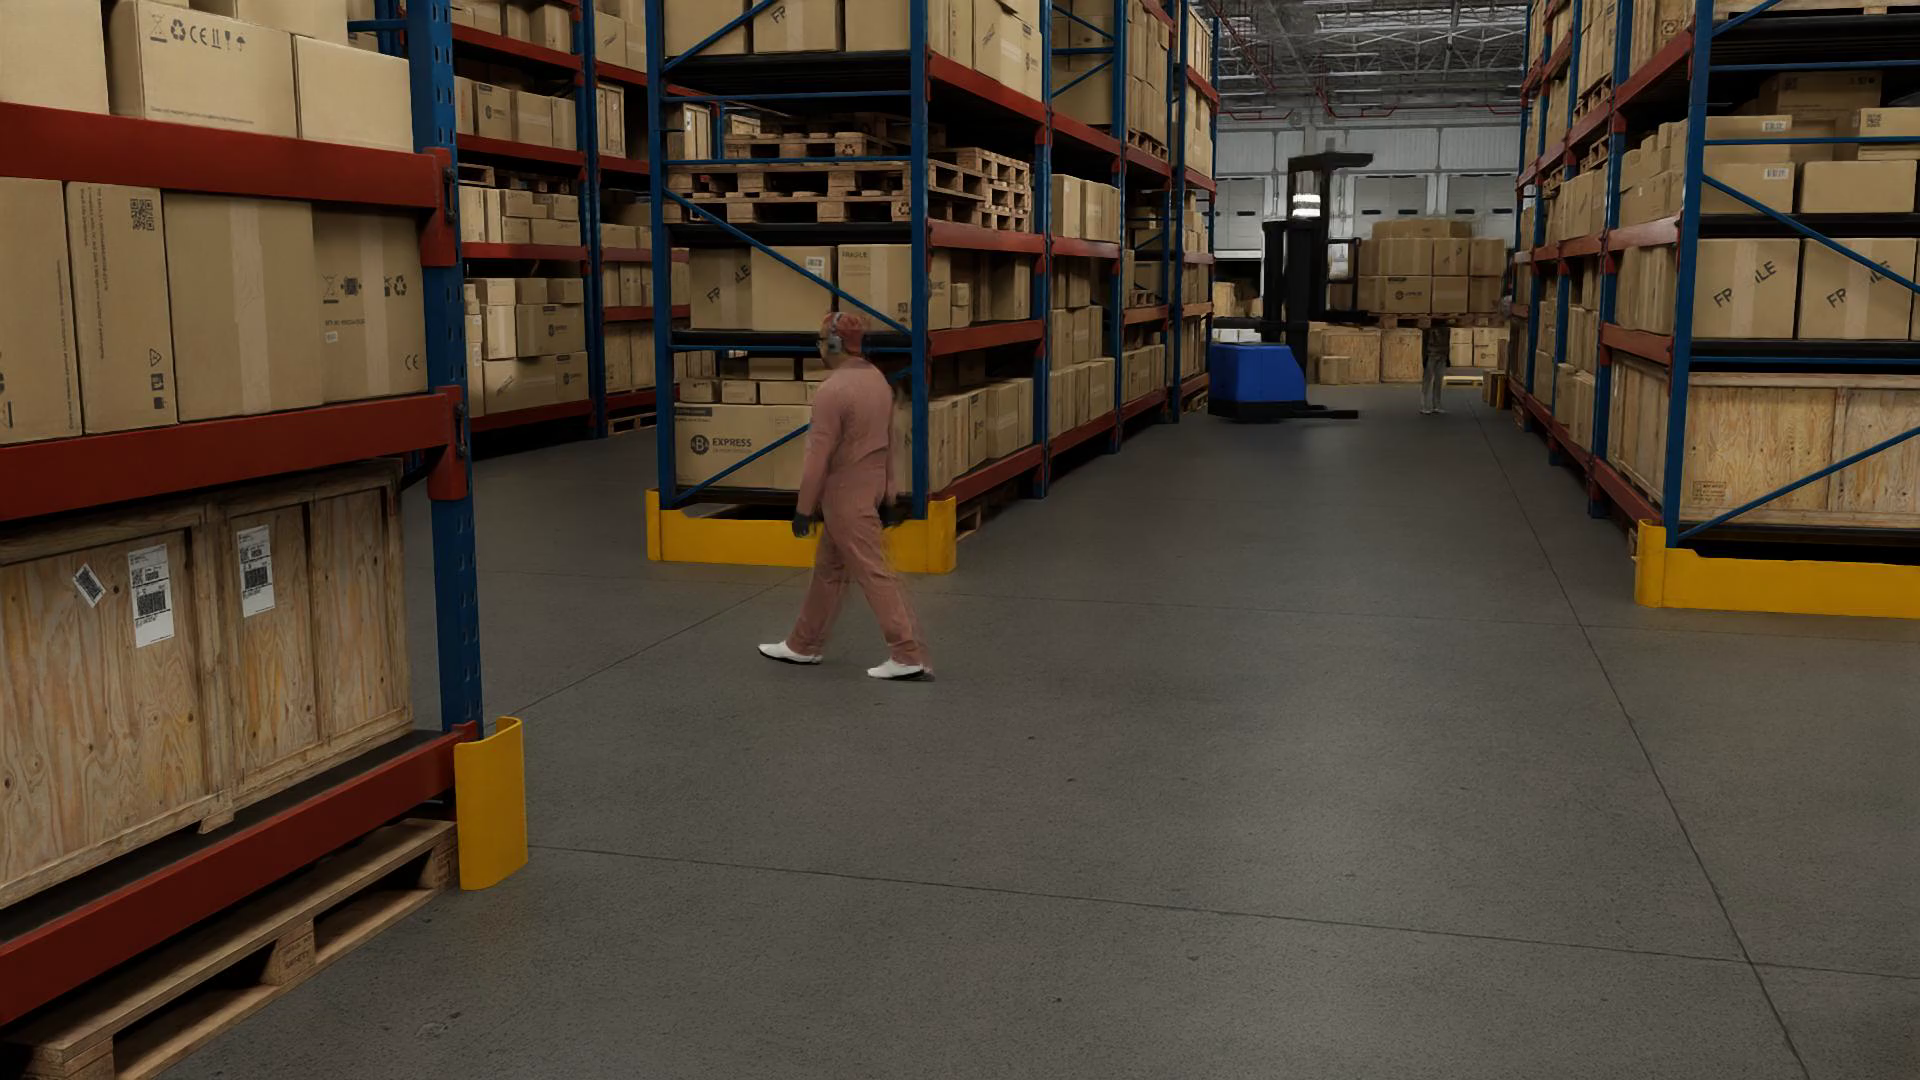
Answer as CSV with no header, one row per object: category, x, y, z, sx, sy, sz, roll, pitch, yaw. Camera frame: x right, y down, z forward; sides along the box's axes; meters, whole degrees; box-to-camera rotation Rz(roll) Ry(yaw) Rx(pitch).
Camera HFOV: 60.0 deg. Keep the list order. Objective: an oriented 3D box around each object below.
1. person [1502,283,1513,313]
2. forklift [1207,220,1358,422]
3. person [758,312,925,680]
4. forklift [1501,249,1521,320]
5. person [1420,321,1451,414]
person,15.058,-6.045,45.311,0.560,1.910,0.850,-1,9,-4
forklift,4.571,-3.110,23.534,1.873,2.768,1.129,-3,9,-16
person,-0.593,-0.222,8.432,0.991,1.853,0.666,3,9,19
forklift,15.282,-6.531,45.267,1.129,2.768,1.873,5,10,29
person,7.096,-2.692,24.804,0.521,1.638,0.311,-4,10,-24
